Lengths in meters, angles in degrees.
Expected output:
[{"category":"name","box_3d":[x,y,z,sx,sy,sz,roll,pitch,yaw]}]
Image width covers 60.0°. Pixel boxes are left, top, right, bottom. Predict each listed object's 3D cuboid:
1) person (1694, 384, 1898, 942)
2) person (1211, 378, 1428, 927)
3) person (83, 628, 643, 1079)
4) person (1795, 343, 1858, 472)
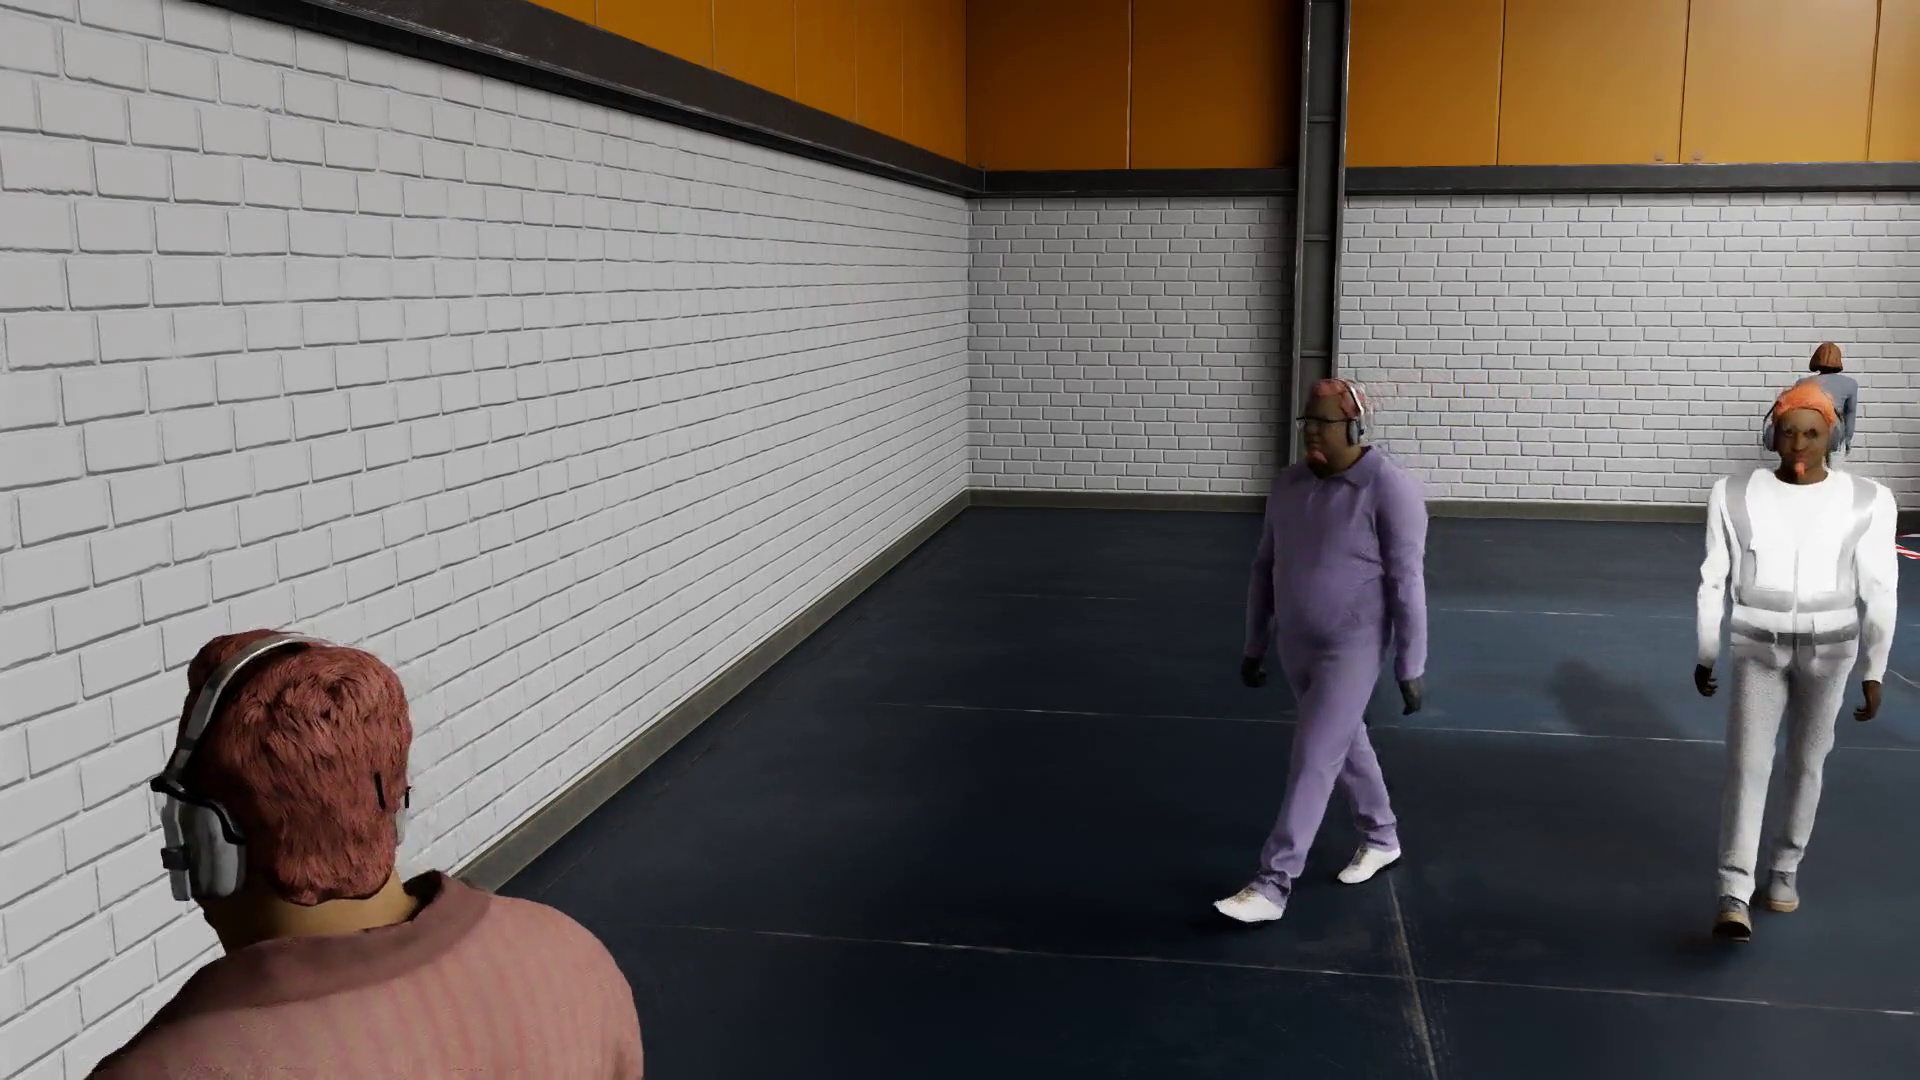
[{"category":"person","box_3d":[2.734,0.420,5.488,0.589,1.835,0.969,4,10,25]},{"category":"person","box_3d":[1.257,0.370,5.766,1.024,1.855,0.663,-6,11,-33]},{"category":"person","box_3d":[-0.612,1.022,1.616,0.431,1.892,0.646,5,10,26]},{"category":"person","box_3d":[7.141,-0.813,13.789,0.501,1.633,0.289,1,9,7]}]
